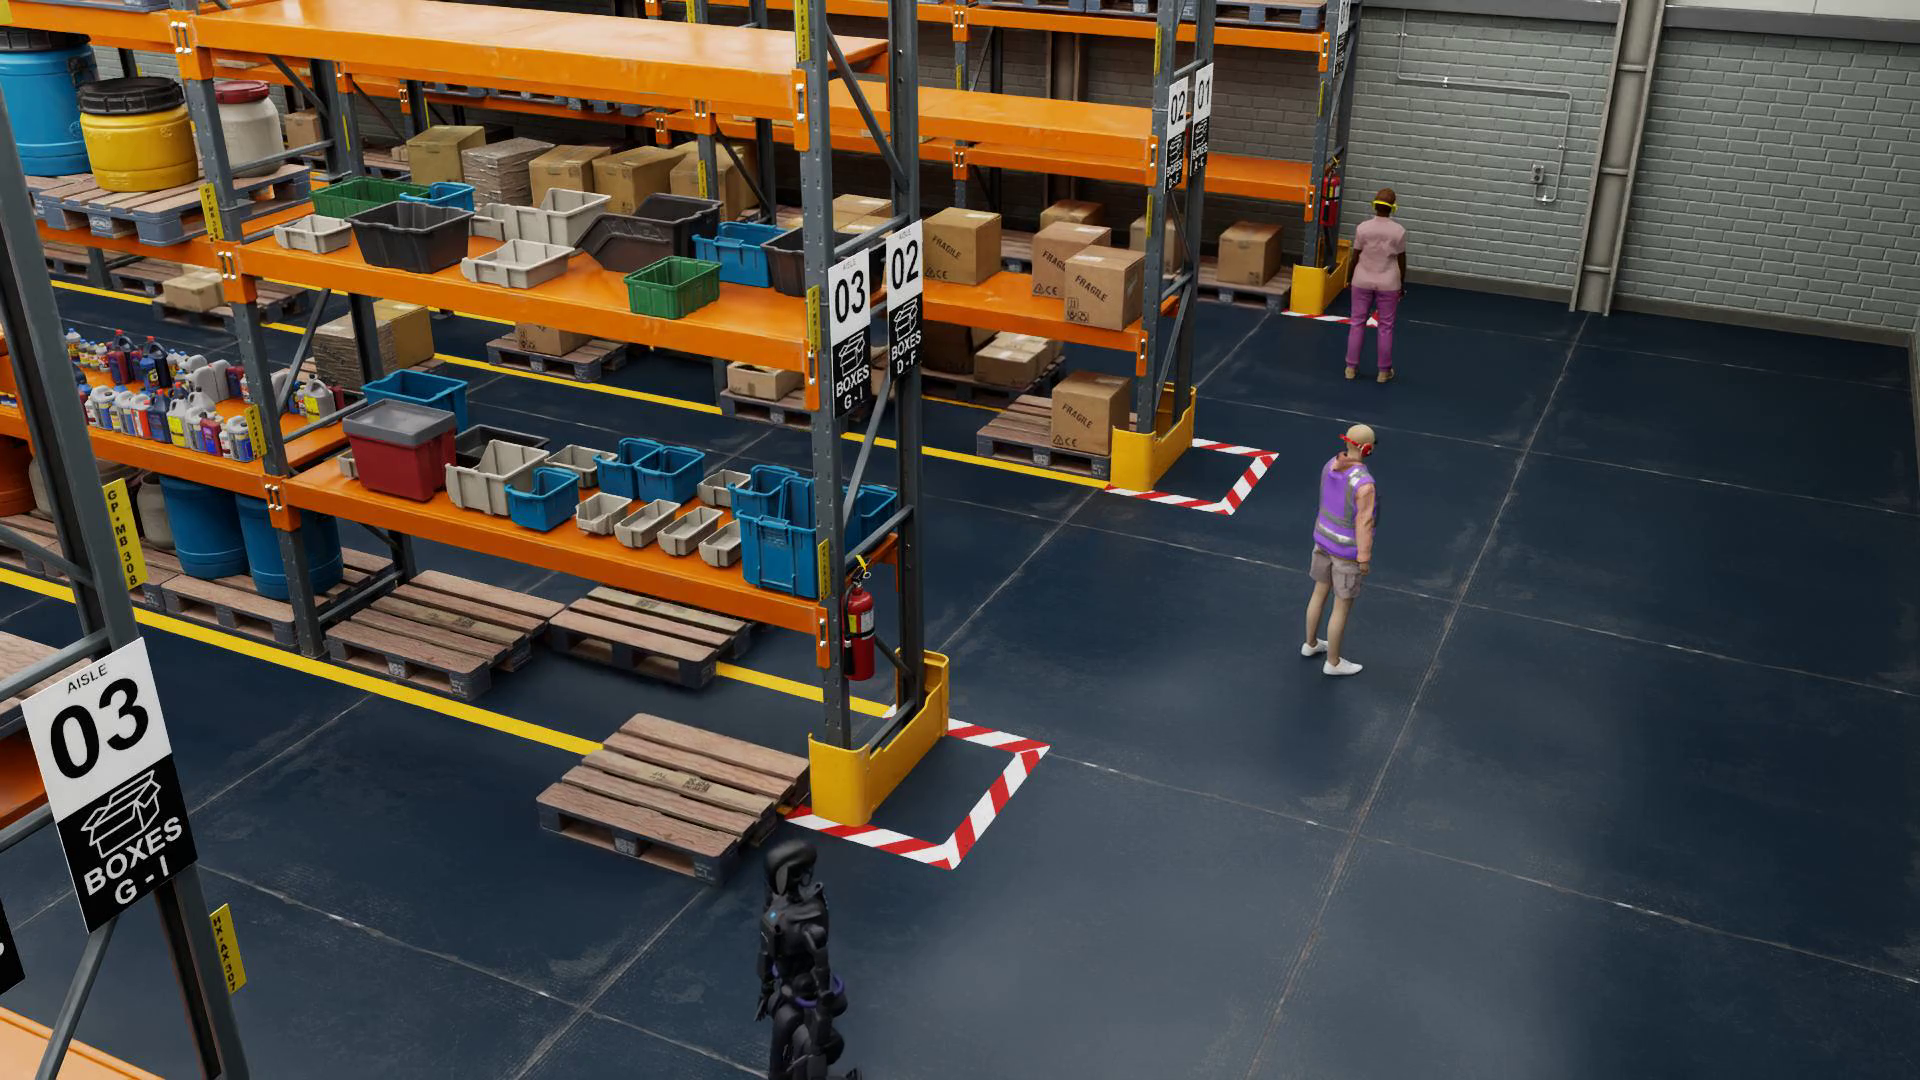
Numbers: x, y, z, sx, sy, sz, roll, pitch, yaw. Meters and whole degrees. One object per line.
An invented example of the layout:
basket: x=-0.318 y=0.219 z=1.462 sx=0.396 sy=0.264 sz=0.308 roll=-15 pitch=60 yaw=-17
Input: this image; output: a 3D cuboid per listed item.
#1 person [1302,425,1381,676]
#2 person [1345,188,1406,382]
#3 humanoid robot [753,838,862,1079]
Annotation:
person: x=2.432 y=0.058 z=10.589 sx=0.349 sy=1.688 sz=0.491 roll=-11 pitch=28 yaw=-21
person: x=3.835 y=-2.342 z=15.320 sx=0.526 sy=1.801 sz=0.335 roll=10 pitch=28 yaw=20
humanoid robot: x=-0.595 y=1.920 z=6.835 sx=0.527 sy=1.646 sz=0.589 roll=-16 pitch=31 yaw=-29
